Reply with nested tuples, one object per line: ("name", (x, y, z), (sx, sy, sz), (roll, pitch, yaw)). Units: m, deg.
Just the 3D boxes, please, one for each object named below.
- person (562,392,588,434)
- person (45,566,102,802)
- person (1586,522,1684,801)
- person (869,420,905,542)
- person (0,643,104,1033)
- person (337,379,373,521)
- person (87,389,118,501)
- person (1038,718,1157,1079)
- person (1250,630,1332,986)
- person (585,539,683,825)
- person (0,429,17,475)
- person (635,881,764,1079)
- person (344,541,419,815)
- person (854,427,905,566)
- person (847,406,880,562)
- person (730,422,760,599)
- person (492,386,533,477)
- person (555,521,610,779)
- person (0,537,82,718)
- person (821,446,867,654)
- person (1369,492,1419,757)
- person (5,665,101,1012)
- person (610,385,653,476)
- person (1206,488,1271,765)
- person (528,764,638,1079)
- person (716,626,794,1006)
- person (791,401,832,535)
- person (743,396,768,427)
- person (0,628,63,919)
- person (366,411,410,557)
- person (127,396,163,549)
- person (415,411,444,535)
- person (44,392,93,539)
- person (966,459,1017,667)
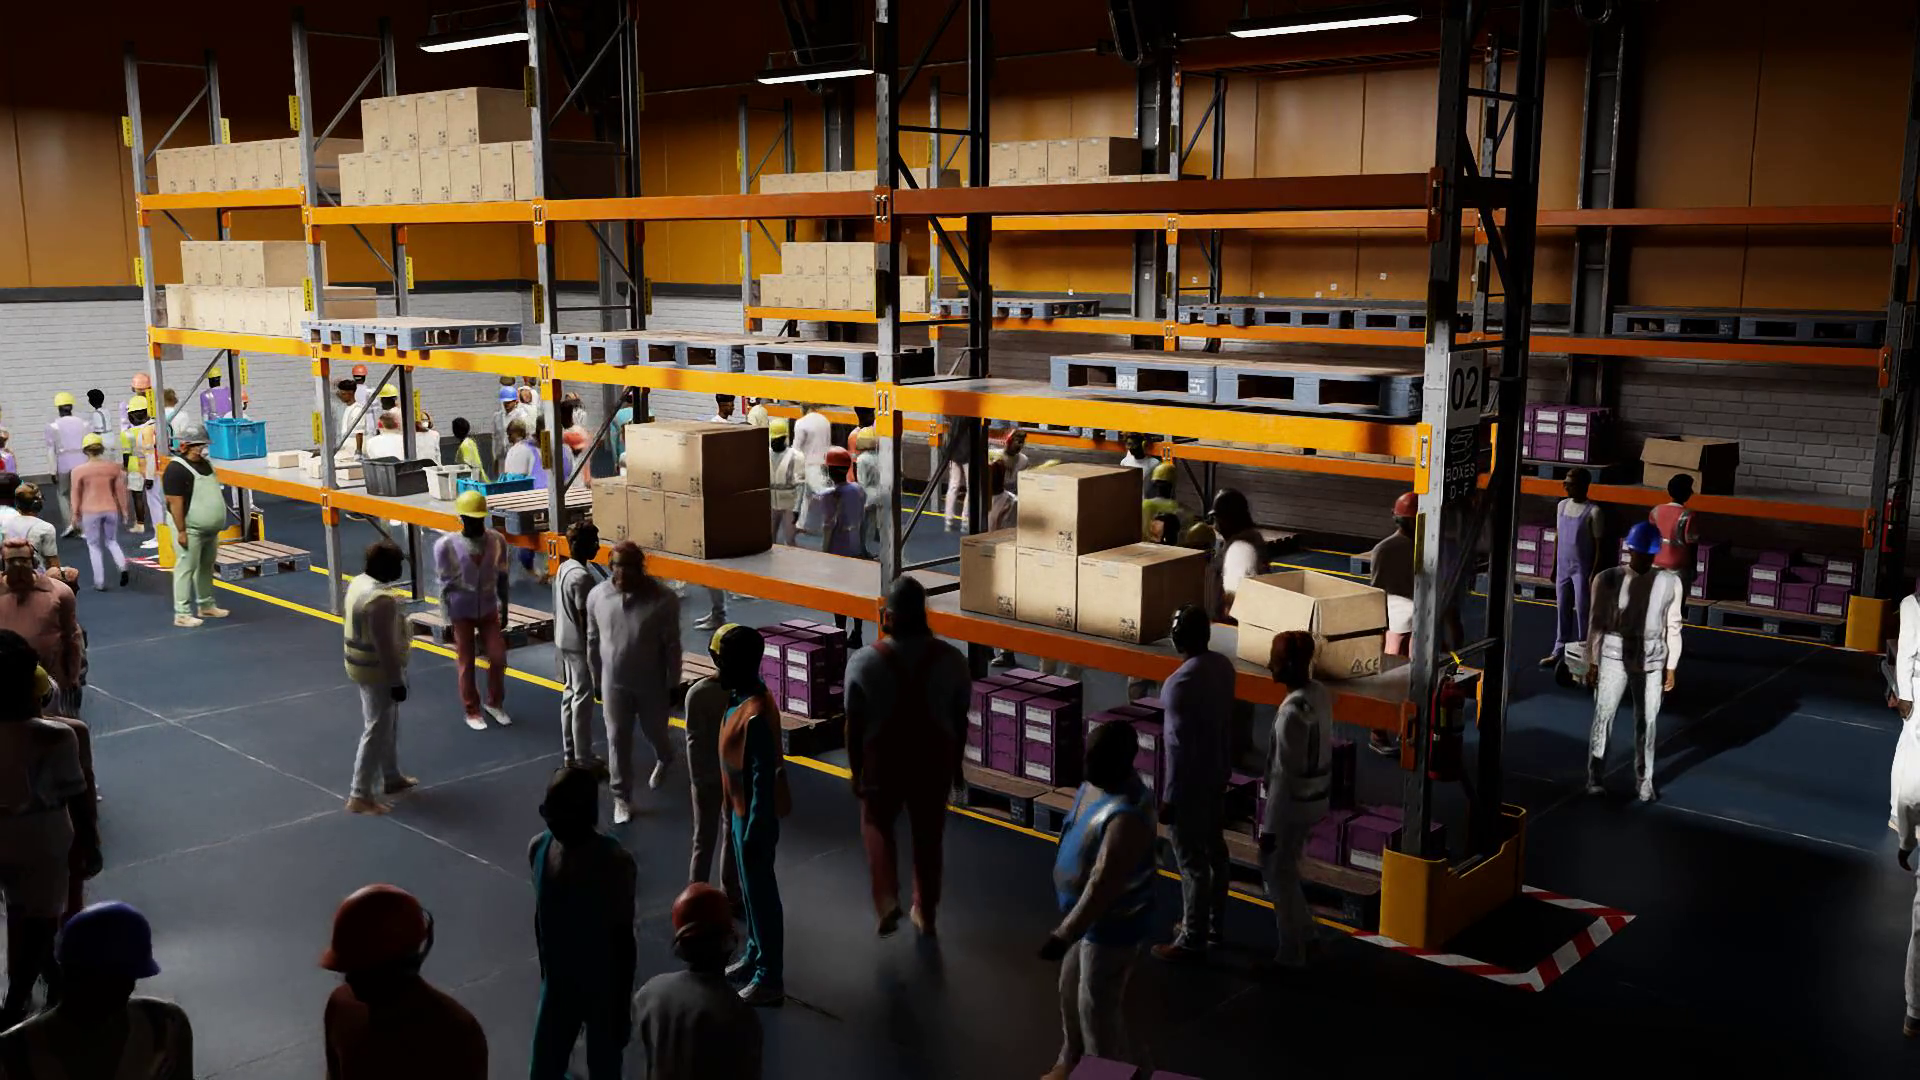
("person", (-5.677, -1.366, 24.549), (0.515, 1.641, 0.309), (7, 12, 34))
("person", (-6.064, 0.986, 11.277), (0.313, 1.634, 0.514), (-7, 12, -33))
("person", (4.583, 0.827, 11.319), (0.612, 1.940, 0.424), (2, 10, 11))
("person", (-0.919, -0.914, 21.203), (0.387, 1.924, 0.548), (9, 14, 42))
("person", (-4.452, 1.443, 7.887), (0.602, 1.936, 0.954), (1, 10, 5))
("person", (-8.361, -1.248, 22.994), (0.385, 1.958, 0.607), (-6, 12, -30))
("person", (-12.600, -1.373, 24.435), (0.321, 1.693, 0.530), (-2, 10, -9))
("person", (0.583, 1.630, 7.110), (0.479, 1.825, 0.660), (-1, 10, -6))
("person", (1.676, 1.360, 8.490), (0.417, 1.863, 0.610), (5, 11, 26))
("person", (-2.155, 0.889, 11.107), (0.660, 1.887, 0.730), (0, 10, 0))
("person", (-11.353, -0.500, 19.679), (0.523, 1.632, 0.315), (4, 11, 20))
("person", (-0.832, 1.978, 5.430), (0.586, 1.709, 0.476), (7, 12, 36))
("person", (-3.950, 0.918, 11.246), (0.484, 1.826, 0.741), (-5, 11, -26))
("person", (-1.011, -0.459, 19.292), (0.915, 1.685, 0.514), (6, 12, 32))
("person", (-1.155, -0.692, 19.812), (0.372, 1.966, 0.603), (2, 10, 10))
("person", (-2.355, -0.318, 17.880), (0.392, 1.911, 0.581), (-2, 10, -10))
("person", (-5.942, -1.079, 22.097), (0.617, 1.937, 0.418), (4, 11, 19))
("person", (-2.694, 0.779, 11.853), (0.351, 1.842, 0.507), (-5, 11, -27))
("person", (-6.077, 0.923, 10.842), (0.638, 1.913, 0.409), (-5, 11, -28))
("person", (-1.111, 0.097, 15.433), (0.360, 1.939, 0.543), (8, 13, 38))
("person", (3.302, 0.619, 12.358), (0.616, 1.986, 0.407), (-6, 12, -31))
("person", (-4.550, 1.457, 8.234), (0.534, 1.765, 0.317), (-7, 12, -34))
("person", (-4.210, -1.037, 21.546), (0.608, 2.044, 0.371), (1, 10, 8))
("person", (2.031, 0.611, 12.235), (0.541, 2.000, 0.744), (5, 11, 27))
("person", (-1.456, 1.743, 6.421), (0.503, 1.833, 0.399), (4, 11, 22))
("person", (-1.036, 1.366, 8.314), (0.392, 1.920, 0.587), (-3, 10, -15))
("person", (-1.833, -0.960, 21.561), (1.008, 1.901, 0.638), (5, 11, 26))
("person", (-2.988, -1.375, 24.315), (0.353, 1.741, 0.567), (2, 10, 12))
("person", (-5.233, 1.316, 9.227), (0.366, 1.684, 0.551), (4, 11, 22))
("person", (-6.790, -0.639, 19.959), (0.563, 1.817, 0.798), (-7, 12, -35))
("person", (-10.184, -0.854, 20.886), (0.391, 1.915, 0.593), (-5, 11, -25))
("person", (-7.037, -0.888, 21.865), (0.282, 1.633, 0.500), (9, 13, 41))
("person", (-11.441, -0.948, 21.437), (0.609, 1.910, 0.466), (-8, 13, -40))
("person", (0.320, 0.196, 15.021), (0.354, 1.886, 0.572), (-10, 14, -43))
